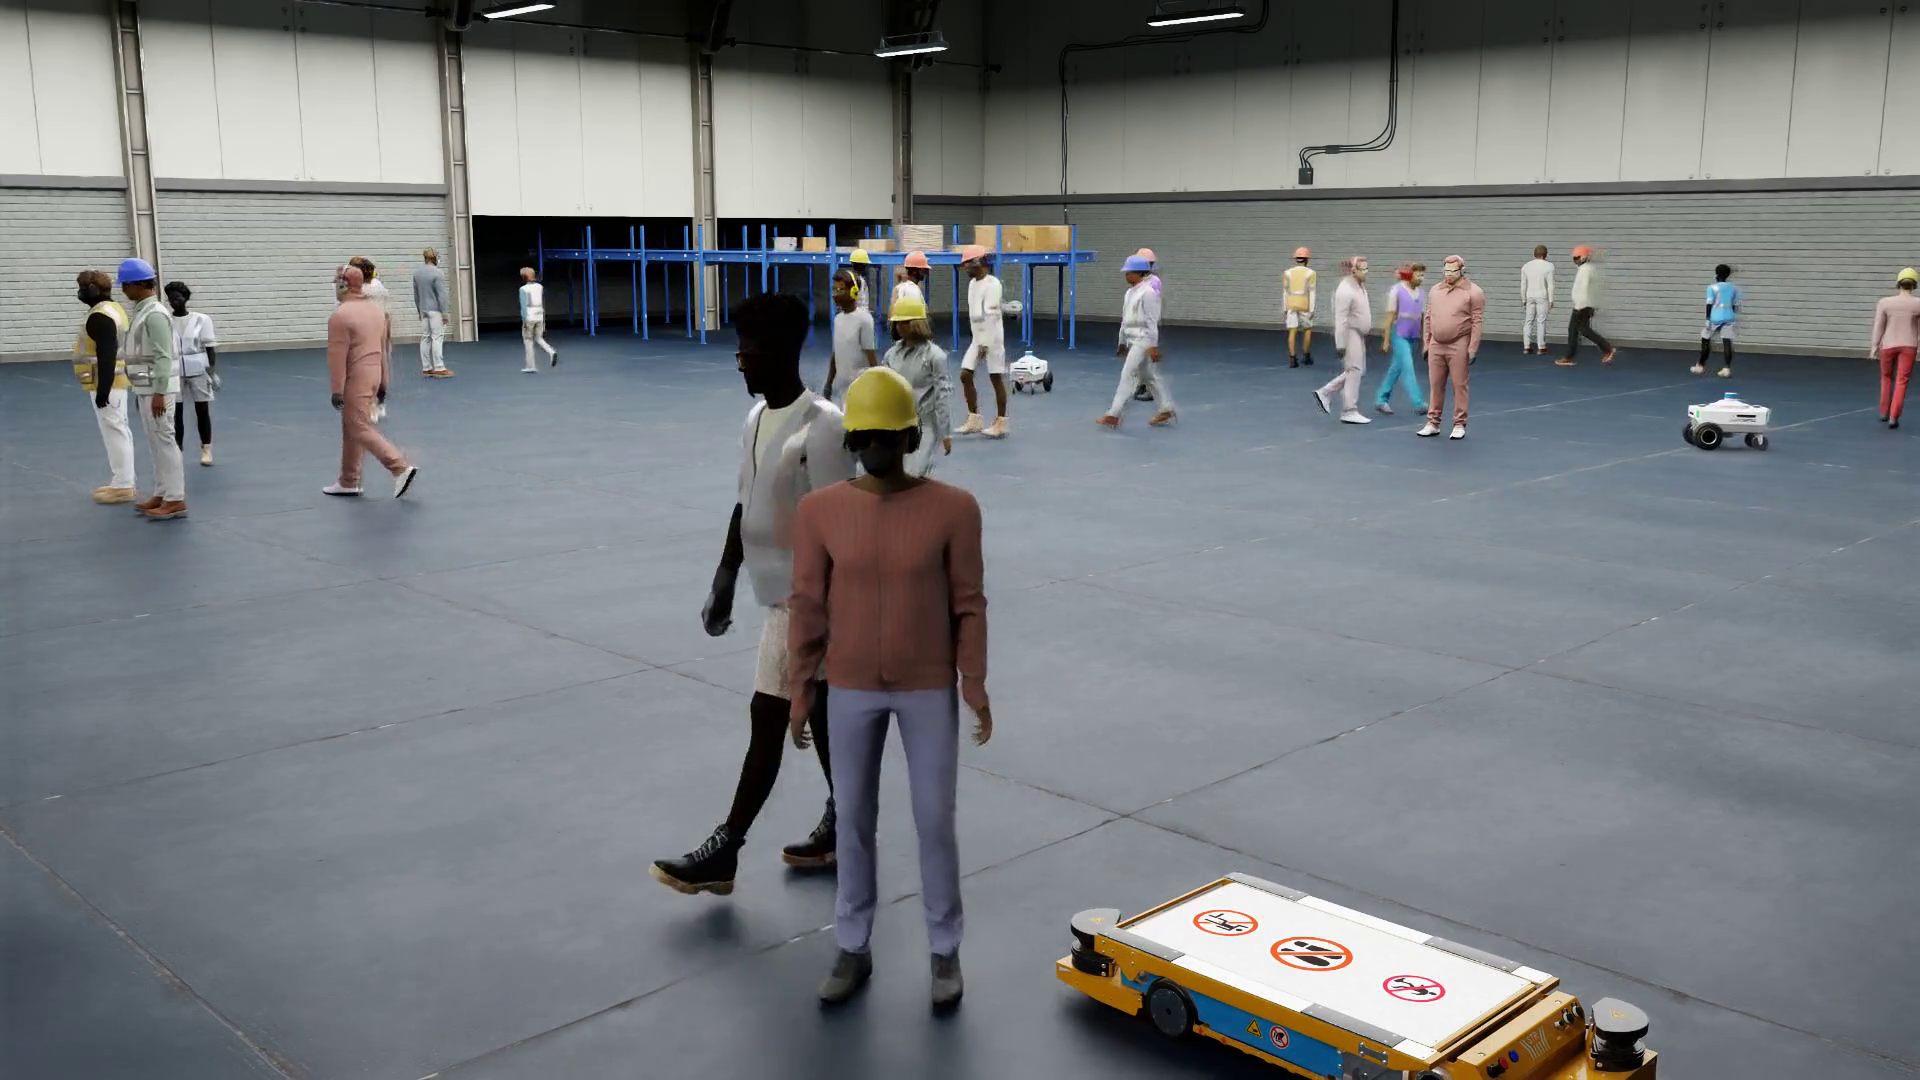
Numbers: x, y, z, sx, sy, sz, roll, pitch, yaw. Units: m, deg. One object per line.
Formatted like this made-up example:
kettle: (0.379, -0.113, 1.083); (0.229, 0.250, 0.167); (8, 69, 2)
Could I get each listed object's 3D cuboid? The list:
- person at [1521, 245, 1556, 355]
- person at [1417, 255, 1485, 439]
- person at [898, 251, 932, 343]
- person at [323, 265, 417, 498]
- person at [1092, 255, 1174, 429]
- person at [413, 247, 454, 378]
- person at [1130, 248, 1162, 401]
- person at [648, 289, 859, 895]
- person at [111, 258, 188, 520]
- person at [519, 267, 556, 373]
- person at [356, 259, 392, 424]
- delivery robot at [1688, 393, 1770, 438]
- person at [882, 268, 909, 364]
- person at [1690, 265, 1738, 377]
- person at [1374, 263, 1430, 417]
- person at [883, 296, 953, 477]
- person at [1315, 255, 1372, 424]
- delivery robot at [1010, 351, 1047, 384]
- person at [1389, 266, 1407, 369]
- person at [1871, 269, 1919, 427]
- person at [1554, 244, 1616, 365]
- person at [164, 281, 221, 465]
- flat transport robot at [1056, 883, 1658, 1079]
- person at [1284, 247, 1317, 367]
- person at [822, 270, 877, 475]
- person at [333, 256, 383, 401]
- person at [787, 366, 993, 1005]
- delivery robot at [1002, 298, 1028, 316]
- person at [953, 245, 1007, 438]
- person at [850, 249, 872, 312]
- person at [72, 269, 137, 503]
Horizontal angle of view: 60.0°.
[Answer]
person: (10.333, -4.289, 29.724); (0.373, 1.934, 0.639); (-10, 14, -42)
person: (5.128, -2.019, 17.422); (0.639, 1.903, 0.409); (10, 14, 43)
person: (-0.494, -2.189, 18.249); (0.375, 1.935, 0.551); (-2, 11, -12)
person: (-4.800, -1.272, 13.404); (0.864, 1.882, 0.645); (2, 11, 11)
person: (1.970, -2.190, 18.383); (1.016, 1.895, 0.639); (-2, 11, -13)
person: (-7.886, -3.402, 24.859); (0.635, 1.937, 0.352); (7, 12, 33)
person: (2.380, -2.780, 21.467); (0.361, 1.938, 0.545); (-4, 11, -22)
person: (-0.663, 0.178, 5.348); (0.901, 1.929, 0.623); (-5, 12, -26)
person: (-6.083, -1.136, 12.506); (0.418, 1.942, 0.627); (-7, 13, -35)
person: (-6.540, -3.389, 25.631); (0.524, 1.617, 0.518); (6, 12, 30)
person: (-6.779, -2.269, 18.971); (0.524, 1.842, 0.810); (-5, 12, -27)
delivery robot: (7.705, -1.234, 16.670); (0.707, 0.478, 0.477); (2, 11, 10)
person: (-0.952, -3.423, 25.868); (0.825, 1.594, 0.546); (7, 12, 33)
person: (11.423, -3.312, 25.111); (0.550, 1.657, 0.792); (-2, 11, -10)
person: (5.270, -2.345, 19.517); (0.583, 1.779, 1.008); (-8, 13, -37)
person: (-0.354, -0.675, 10.553); (0.514, 1.717, 0.685); (9, 14, 39)
person: (4.382, -2.275, 18.849); (0.591, 1.885, 0.660); (5, 11, 24)
delivery robot: (0.934, -2.321, 22.586); (0.477, 0.478, 0.707); (4, 11, 20)
person: (6.993, -3.507, 26.343); (0.441, 1.652, 0.531); (-1, 10, -6)
person: (10.491, -2.143, 18.536); (0.553, 1.725, 0.850); (7, 13, 34)
person: (10.257, -3.827, 27.128); (0.858, 1.969, 0.627); (3, 11, 14)
person: (-7.106, -1.528, 15.301); (0.572, 1.695, 0.315); (-3, 11, -16)
flat transport robot: (1.002, 1.205, 4.401); (0.652, 0.197, 1.431); (-10, 14, -44)
person: (5.519, -3.775, 26.953); (0.567, 1.905, 0.781); (5, 12, 27)
person: (-0.940, -1.118, 12.662); (0.861, 1.837, 0.554); (-6, 12, -29)
person: (-7.655, -2.697, 21.277); (0.625, 1.843, 0.430); (-5, 12, -26)
person: (-0.194, 0.406, 4.565); (0.572, 1.767, 0.333); (1, 10, 4)
delivery robot: (1.381, -5.810, 41.623); (0.477, 0.478, 0.707); (-10, 14, -44)
person: (0.200, -2.061, 17.348); (0.702, 2.003, 0.652); (-7, 12, -32)
person: (-1.336, -2.844, 21.847); (0.379, 1.925, 0.594); (-5, 11, -24)
person: (-6.836, -1.234, 13.301); (0.429, 1.841, 0.633); (-4, 11, -19)
